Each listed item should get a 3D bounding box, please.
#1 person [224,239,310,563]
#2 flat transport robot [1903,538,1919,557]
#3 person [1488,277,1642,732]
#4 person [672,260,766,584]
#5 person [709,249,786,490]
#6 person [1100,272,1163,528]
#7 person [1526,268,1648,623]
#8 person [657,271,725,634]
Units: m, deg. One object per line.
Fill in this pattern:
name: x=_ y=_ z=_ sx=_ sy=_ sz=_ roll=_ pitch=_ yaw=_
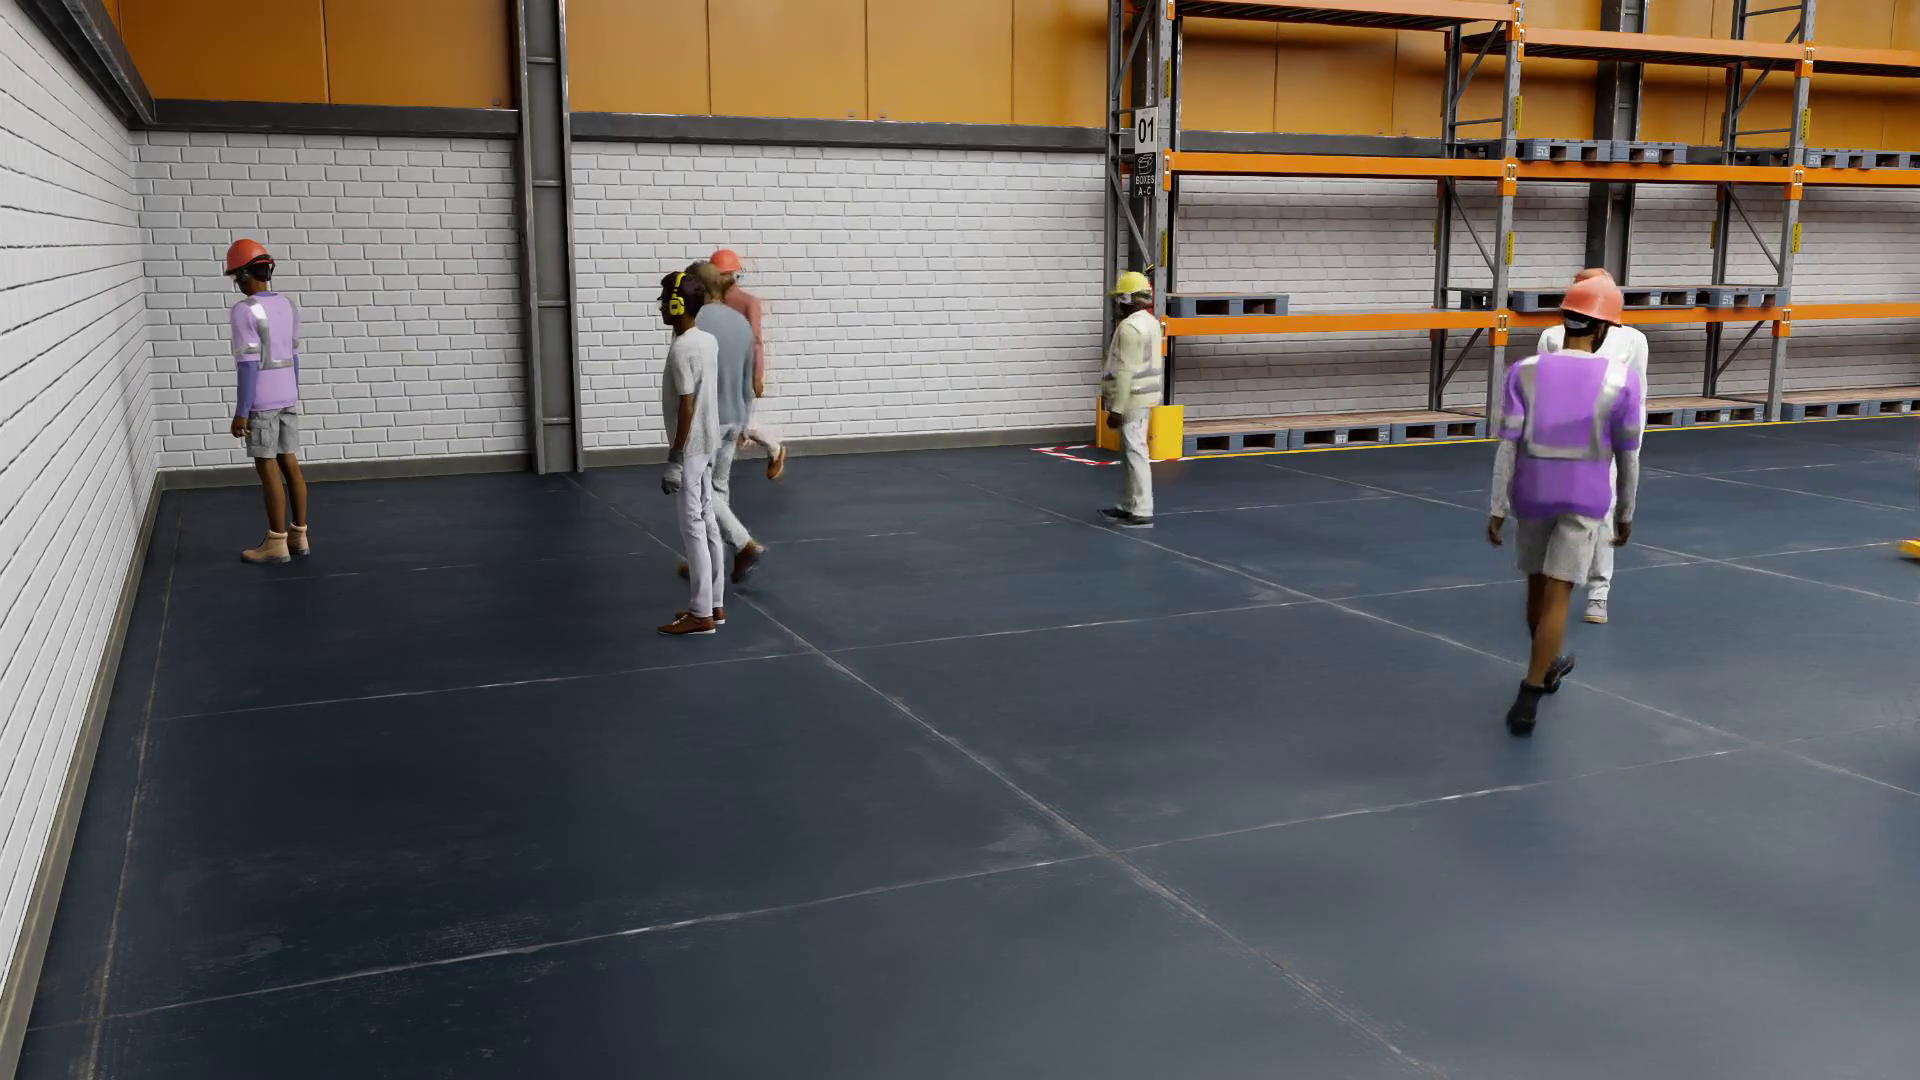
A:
person: x=-4.411 y=-0.870 z=10.527 sx=0.392 sy=2.034 sz=0.605 roll=2 pitch=10 yaw=10
flat transport robot: x=6.760 y=0.047 z=10.331 sx=1.431 sy=0.197 sz=0.652 roll=0 pitch=10 yaw=2
person: x=2.566 y=-0.167 z=7.058 sx=0.567 sy=1.869 sz=1.016 roll=6 pitch=12 yaw=30
person: x=-1.410 y=-0.668 z=9.724 sx=0.671 sy=1.920 sz=0.648 roll=6 pitch=12 yaw=32
person: x=-1.789 y=-1.364 z=13.473 sx=0.626 sy=1.976 sz=0.722 roll=7 pitch=13 yaw=36
person: x=1.208 y=-0.979 z=11.811 sx=0.446 sy=1.808 sz=0.611 roll=4 pitch=11 yaw=21
person: x=3.330 y=-0.500 z=8.880 sx=0.587 sy=1.882 sz=0.341 roll=6 pitch=12 yaw=32
person: x=-1.407 y=-0.442 z=8.594 sx=0.327 sy=1.874 sz=0.521 roll=2 pitch=10 yaw=10
